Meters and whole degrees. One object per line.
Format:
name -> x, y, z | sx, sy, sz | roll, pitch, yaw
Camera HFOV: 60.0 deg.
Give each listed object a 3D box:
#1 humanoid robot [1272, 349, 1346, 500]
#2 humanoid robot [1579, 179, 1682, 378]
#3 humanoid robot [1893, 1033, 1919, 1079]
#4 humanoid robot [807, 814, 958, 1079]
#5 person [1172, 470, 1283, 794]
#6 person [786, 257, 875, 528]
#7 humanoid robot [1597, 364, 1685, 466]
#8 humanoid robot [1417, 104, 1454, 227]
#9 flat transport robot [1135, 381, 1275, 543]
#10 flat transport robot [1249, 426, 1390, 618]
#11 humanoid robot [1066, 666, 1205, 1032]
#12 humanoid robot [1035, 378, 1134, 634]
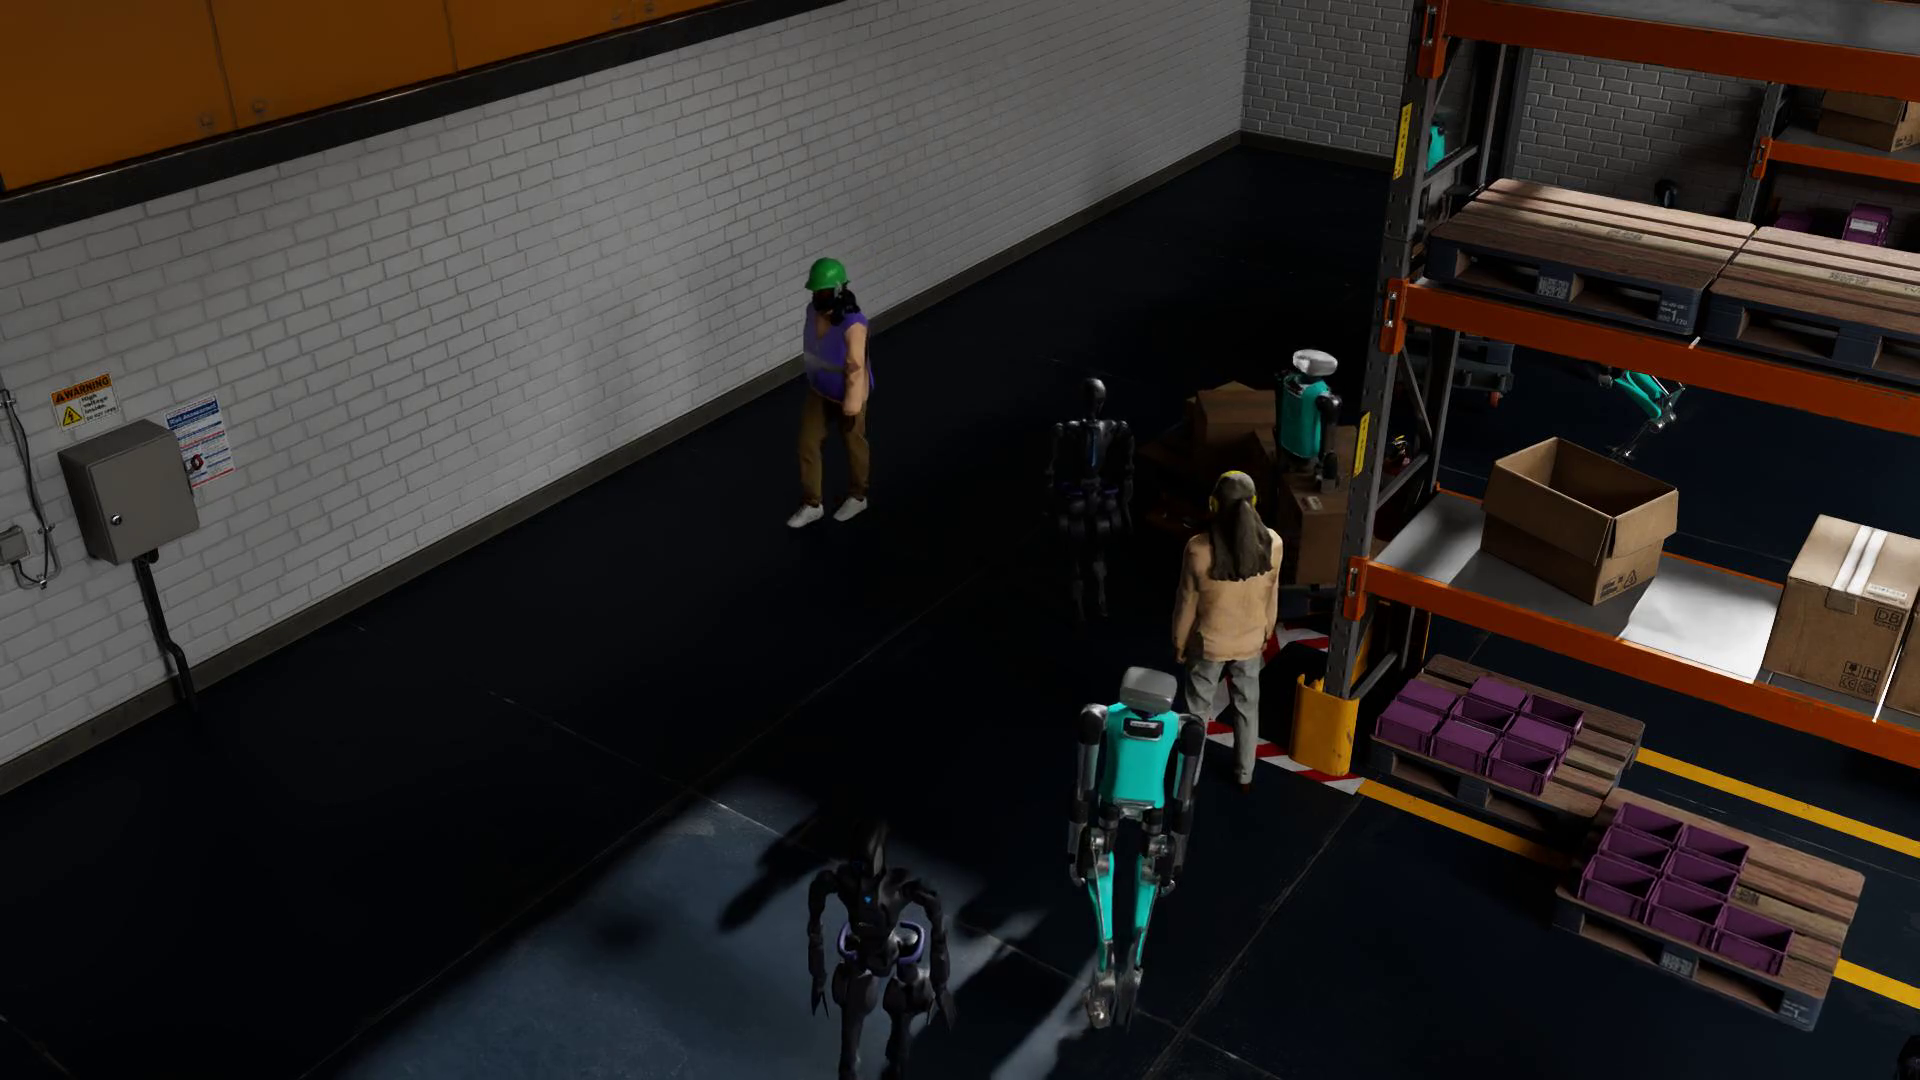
humanoid robot -> 2.229, -0.357, 10.187 | 0.673, 1.789, 0.545 | -16, 33, -25
humanoid robot -> 5.363, -2.089, 13.258 | 0.605, 1.643, 0.436 | -25, 38, -36
humanoid robot -> 3.328, 2.181, 5.876 | 0.599, 1.658, 0.595 | -11, 32, -19
humanoid robot -> -0.317, 1.773, 6.576 | 0.612, 1.642, 0.662 | 4, 30, 7
person -> 1.362, 0.508, 8.569 | 0.548, 1.870, 0.390 | -3, 30, -5
person -> -0.898, -0.936, 11.016 | 0.577, 1.904, 0.763 | 23, 37, 34
humanoid robot -> 4.801, -1.255, 11.619 | 0.533, 1.672, 0.735 | -25, 38, -36
humanoid robot -> 4.284, -2.840, 14.613 | 0.721, 1.900, 0.539 | 17, 34, 26
flat transport robot -> 2.020, -0.295, 11.552 | 1.431, 0.231, 0.659 | -23, 37, -34
flat transport robot -> 2.346, 0.249, 10.608 | 1.431, 0.231, 0.659 | -2, 30, -4
humanoid robot -> 0.712, 1.510, 7.049 | 0.563, 1.879, 0.799 | 3, 30, 5
humanoid robot -> 0.748, -0.201, 9.985 | 0.591, 1.653, 0.331 | -3, 30, -6
